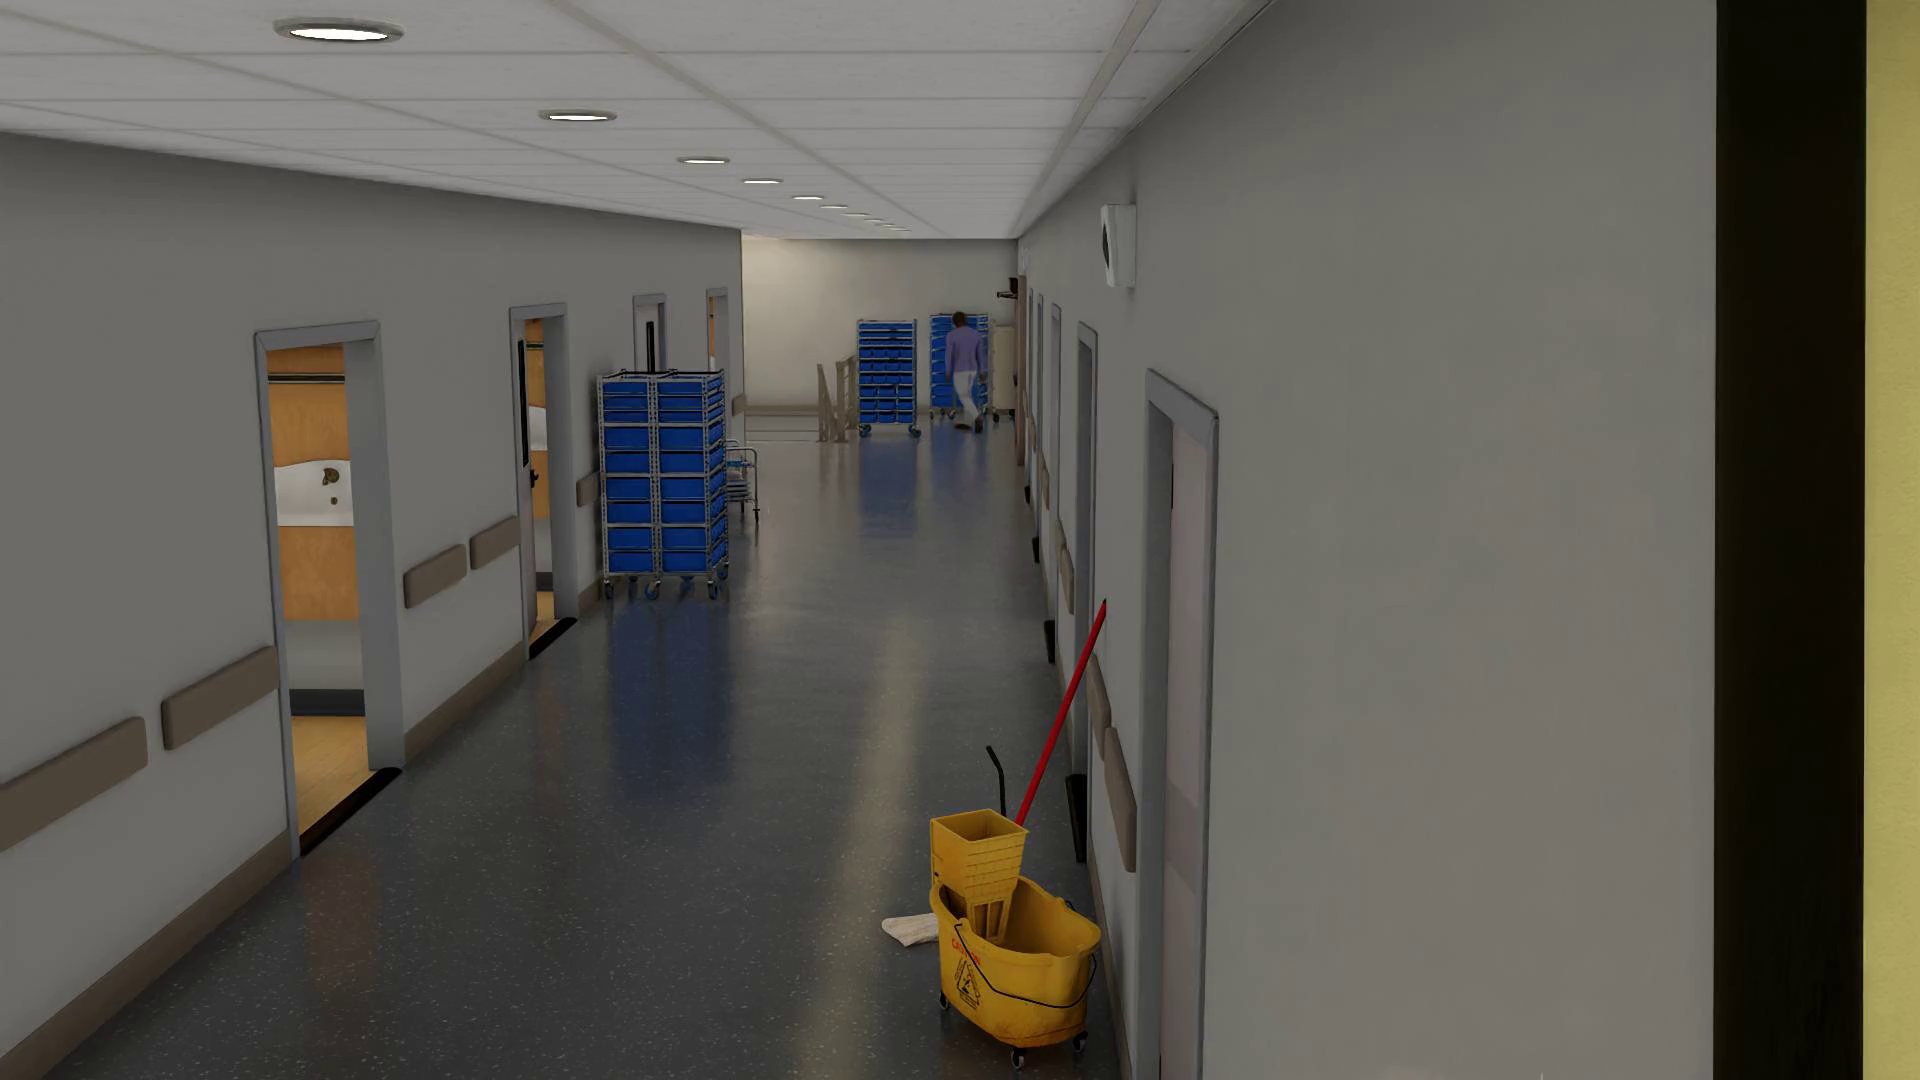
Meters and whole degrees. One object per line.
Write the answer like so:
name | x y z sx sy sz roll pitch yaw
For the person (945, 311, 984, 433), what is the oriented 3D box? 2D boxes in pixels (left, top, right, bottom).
person | 0.125 -2.595 25.717 0.638 1.887 0.872 -8 12 -39
